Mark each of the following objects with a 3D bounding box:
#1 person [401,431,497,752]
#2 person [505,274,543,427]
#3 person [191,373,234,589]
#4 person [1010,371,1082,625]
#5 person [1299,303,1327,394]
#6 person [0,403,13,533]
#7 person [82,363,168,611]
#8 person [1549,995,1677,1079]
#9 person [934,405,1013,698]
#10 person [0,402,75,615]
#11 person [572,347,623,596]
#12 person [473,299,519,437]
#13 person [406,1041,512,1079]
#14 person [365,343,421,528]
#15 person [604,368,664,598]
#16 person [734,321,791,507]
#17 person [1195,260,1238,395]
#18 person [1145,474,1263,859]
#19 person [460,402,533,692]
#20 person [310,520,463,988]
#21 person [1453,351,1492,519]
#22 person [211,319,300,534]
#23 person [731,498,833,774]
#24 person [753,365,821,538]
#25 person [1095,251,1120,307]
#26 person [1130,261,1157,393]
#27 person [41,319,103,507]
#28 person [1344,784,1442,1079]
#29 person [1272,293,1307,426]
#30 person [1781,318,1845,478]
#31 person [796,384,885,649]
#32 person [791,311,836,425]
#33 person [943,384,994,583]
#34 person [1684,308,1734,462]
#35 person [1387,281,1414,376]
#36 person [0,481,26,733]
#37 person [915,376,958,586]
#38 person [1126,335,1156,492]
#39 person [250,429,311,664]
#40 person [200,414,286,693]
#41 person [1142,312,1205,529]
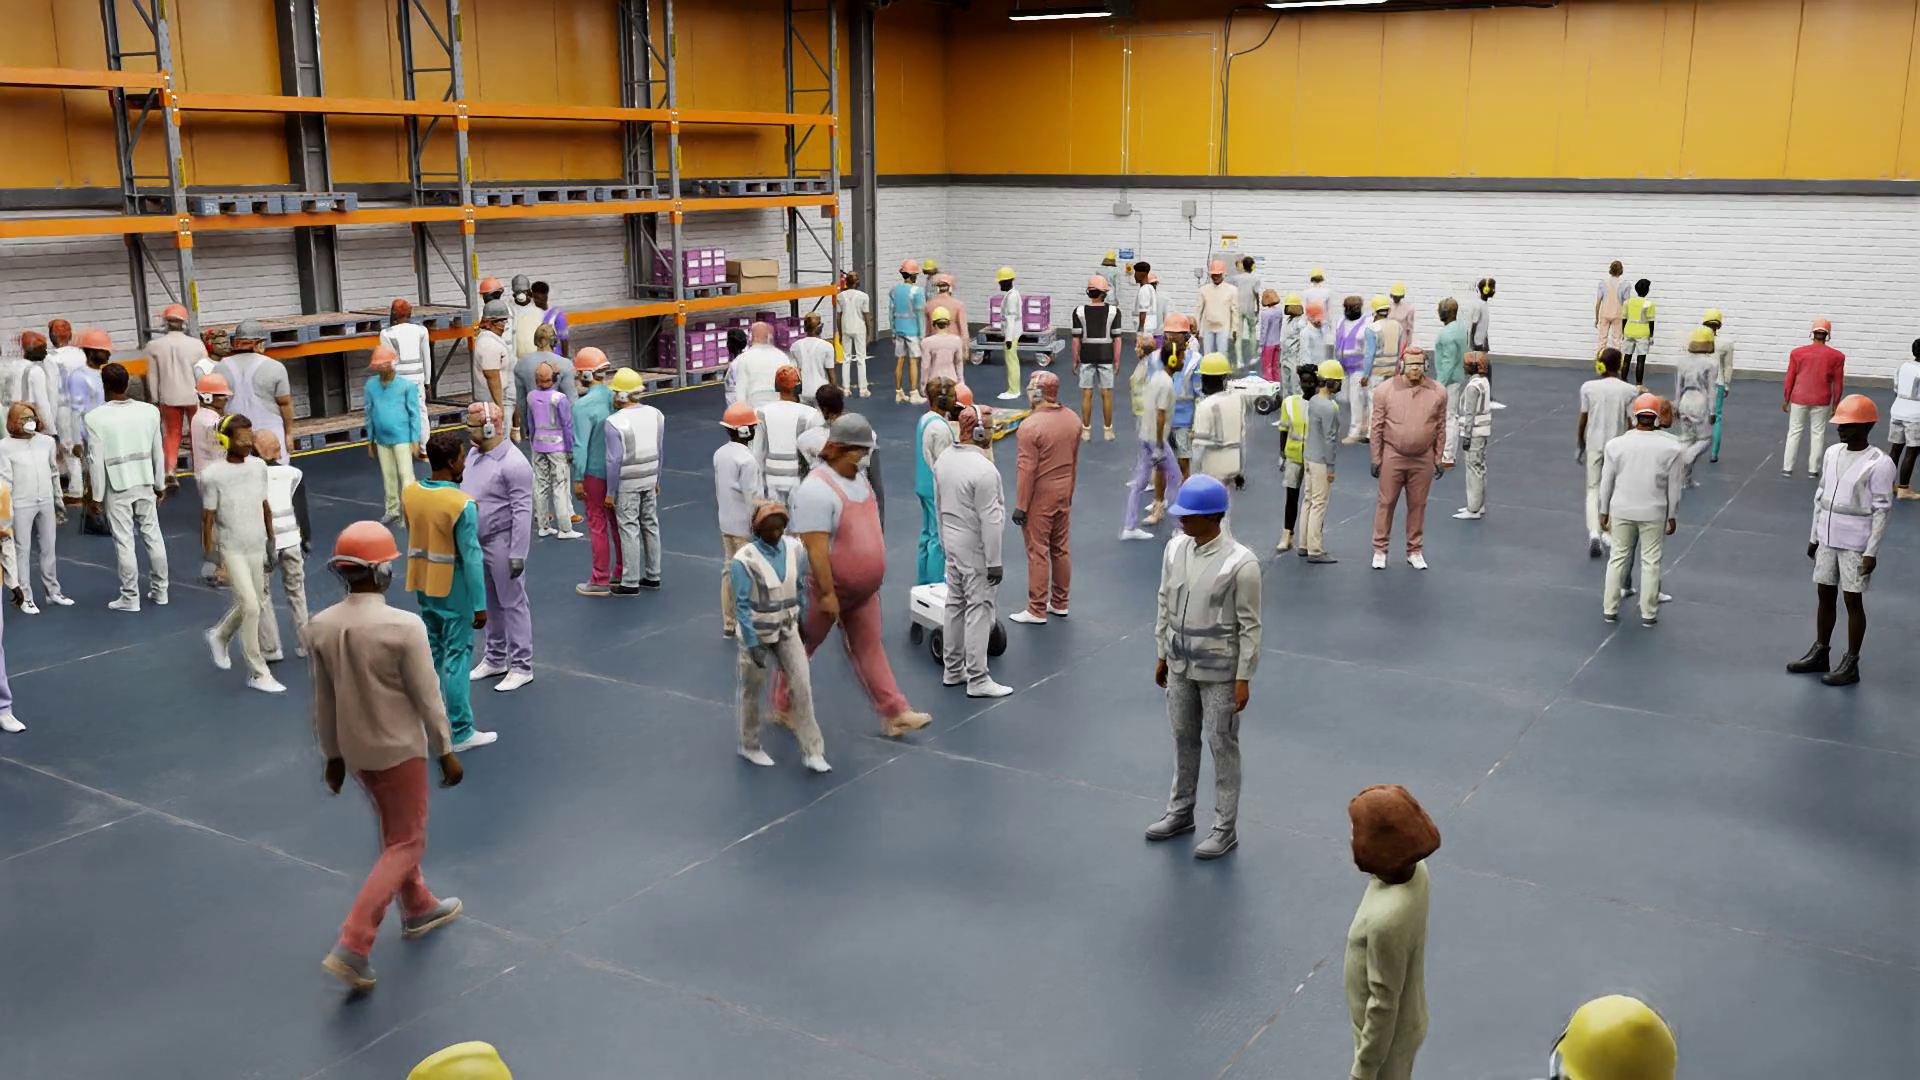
[{"bbox_3d":[-3.018,0.310,9.763,0.592,1.913,0.393,9,16,33],"label":"person"},{"bbox_3d":[-5.435,-2.305,20.806,0.688,2.000,0.536,-3,13,-15],"label":"person"},{"bbox_3d":[-6.035,-0.485,13.545,0.339,1.748,0.563,-10,16,-37],"label":"person"},{"bbox_3d":[0.620,-0.318,12.487,0.407,1.906,0.641,11,17,40],"label":"person"},{"bbox_3d":[4.365,-2.072,20.575,0.332,1.727,0.601,8,15,31],"label":"person"},{"bbox_3d":[-8.553,-0.651,14.508,0.525,1.639,0.307,-10,16,-36],"label":"person"},{"bbox_3d":[-6.413,-0.407,12.837,0.383,1.918,0.597,8,15,32],"label":"person"},{"bbox_3d":[1.313,1.806,3.540,0.599,1.774,0.948,4,13,15],"label":"person"},{"bbox_3d":[0.100,0.068,10.805,0.406,1.906,0.654,-8,15,-30],"label":"person"},{"bbox_3d":[-7.137,-0.256,12.810,0.285,1.633,0.497,6,14,26],"label":"person"},{"bbox_3d":[-2.887,-0.551,13.316,0.406,1.987,0.615,6,14,25],"label":"person"},{"bbox_3d":[-4.756,-1.484,17.243,0.535,2.000,0.686,-4,14,-17],"label":"person"},{"bbox_3d":[-1.000,1.851,3.405,0.339,1.761,0.524,-6,14,-24],"label":"person"},{"bbox_3d":[-5.380,-0.992,15.753,0.570,1.749,0.341,3,13,14],"label":"person"},{"bbox_3d":[-2.608,-0.454,13.234,0.404,1.831,0.590,8,15,32],"label":"person"},{"bbox_3d":[-1.963,-1.242,16.616,0.651,1.865,0.882,-7,15,-28],"label":"person"},{"bbox_3d":[3.739,-3.087,24.310,0.628,1.993,0.394,6,14,24],"label":"person"},{"bbox_3d":[1.213,0.622,8.317,0.396,1.943,0.614,-11,17,-40],"label":"person"},{"bbox_3d":[-3.070,0.039,10.937,0.638,1.907,0.407,12,17,41],"label":"person"},{"bbox_3d":[-2.484,0.892,7.105,0.626,1.967,0.903,7,15,29],"label":"person"},{"bbox_3d":[4.982,-1.017,16.125,0.318,1.630,0.513,6,14,26],"label":"person"},{"bbox_3d":[-6.390,-0.998,15.135,0.683,2.000,0.536,-1,13,-4],"label":"person"},{"bbox_3d":[-1.008,0.557,9.337,0.533,1.603,0.778,-12,18,-42],"label":"person"},{"bbox_3d":[-1.324,-0.431,13.022,0.583,1.882,0.350,4,14,16],"label":"person"},{"bbox_3d":[2.753,-4.536,31.162,0.517,1.731,0.324,6,14,24],"label":"person"},{"bbox_3d":[2.721,-3.142,24.631,0.377,1.958,0.599,3,13,11],"label":"person"},{"bbox_3d":[-8.912,-1.271,16.664,0.341,1.882,0.587,4,14,16],"label":"person"},{"bbox_3d":[1.290,1.521,5.100,0.288,1.633,0.497,5,14,22],"label":"person"},{"bbox_3d":[4.262,-2.302,21.442,0.296,1.743,0.492,-5,14,-19],"label":"person"},{"bbox_3d":[9.320,-1.551,18.196,0.575,1.738,0.353,5,14,20],"label":"person"},{"bbox_3d":[-0.868,-0.191,11.987,0.610,1.878,0.766,-2,13,-11],"label":"person"},{"bbox_3d":[-1.556,-1.527,17.858,0.508,1.846,0.345,4,14,17],"label":"person"},{"bbox_3d":[0.000,-0.334,12.883,0.559,1.752,0.325,2,13,10],"label":"person"},{"bbox_3d":[8.558,-1.768,19.075,0.524,1.769,0.315,2,13,10],"label":"person"},{"bbox_3d":[6.211,-2.840,23.791,0.523,1.741,0.735,5,14,21],"label":"person"},{"bbox_3d":[-5.927,0.262,9.943,0.392,1.916,0.587,12,18,42],"label":"person"},{"bbox_3d":[-0.169,-0.332,12.673,0.326,1.845,0.517,-4,14,-18],"label":"person"},{"bbox_3d":[1.939,-1.327,17.442,0.306,1.640,0.522,-2,13,-7],"label":"person"},{"bbox_3d":[-4.754,0.050,11.491,0.324,1.629,0.584,9,16,35],"label":"person"},{"bbox_3d":[-4.797,0.063,11.001,0.813,1.846,0.527,7,15,28],"label":"person"},{"bbox_3d":[2.004,-1.120,15.650,0.608,2.048,0.365,7,15,29],"label":"person"}]
